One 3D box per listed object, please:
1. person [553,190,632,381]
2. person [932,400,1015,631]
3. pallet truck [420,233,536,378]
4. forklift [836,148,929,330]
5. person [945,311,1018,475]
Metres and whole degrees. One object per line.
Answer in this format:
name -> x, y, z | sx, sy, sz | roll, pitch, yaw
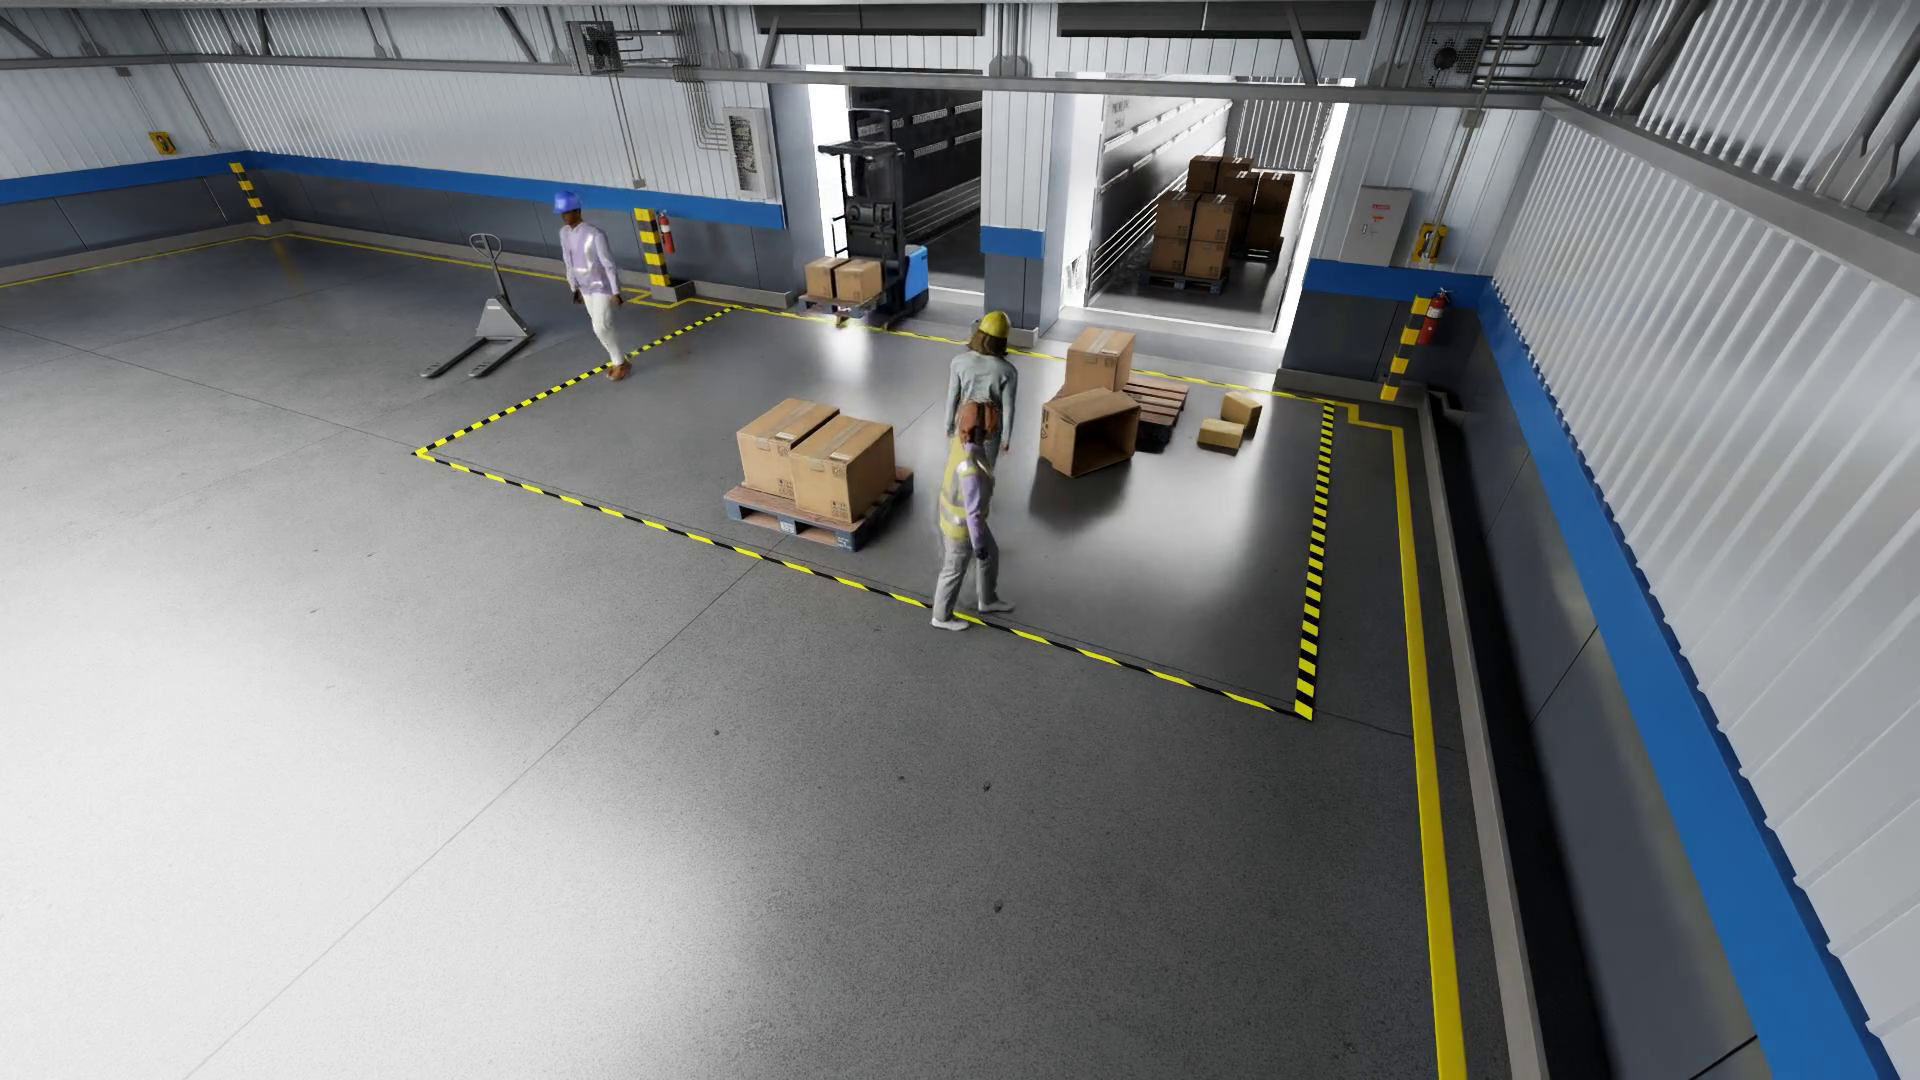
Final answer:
person -> -3.846, -2.625, 7.700 | 0.637, 1.936, 0.456 | 17, 39, 23
person -> 0.094, -0.094, 4.418 | 0.562, 1.614, 0.532 | 0, 35, 0
pallet truck -> -5.664, -2.712, 8.427 | 0.680, 1.201, 1.601 | 0, 35, -1
forklift -> -0.929, -4.033, 9.591 | 0.716, 2.013, 0.776 | 14, 38, 19
person -> 0.139, -0.775, 5.306 | 0.523, 1.693, 0.721 | 4, 36, 6
